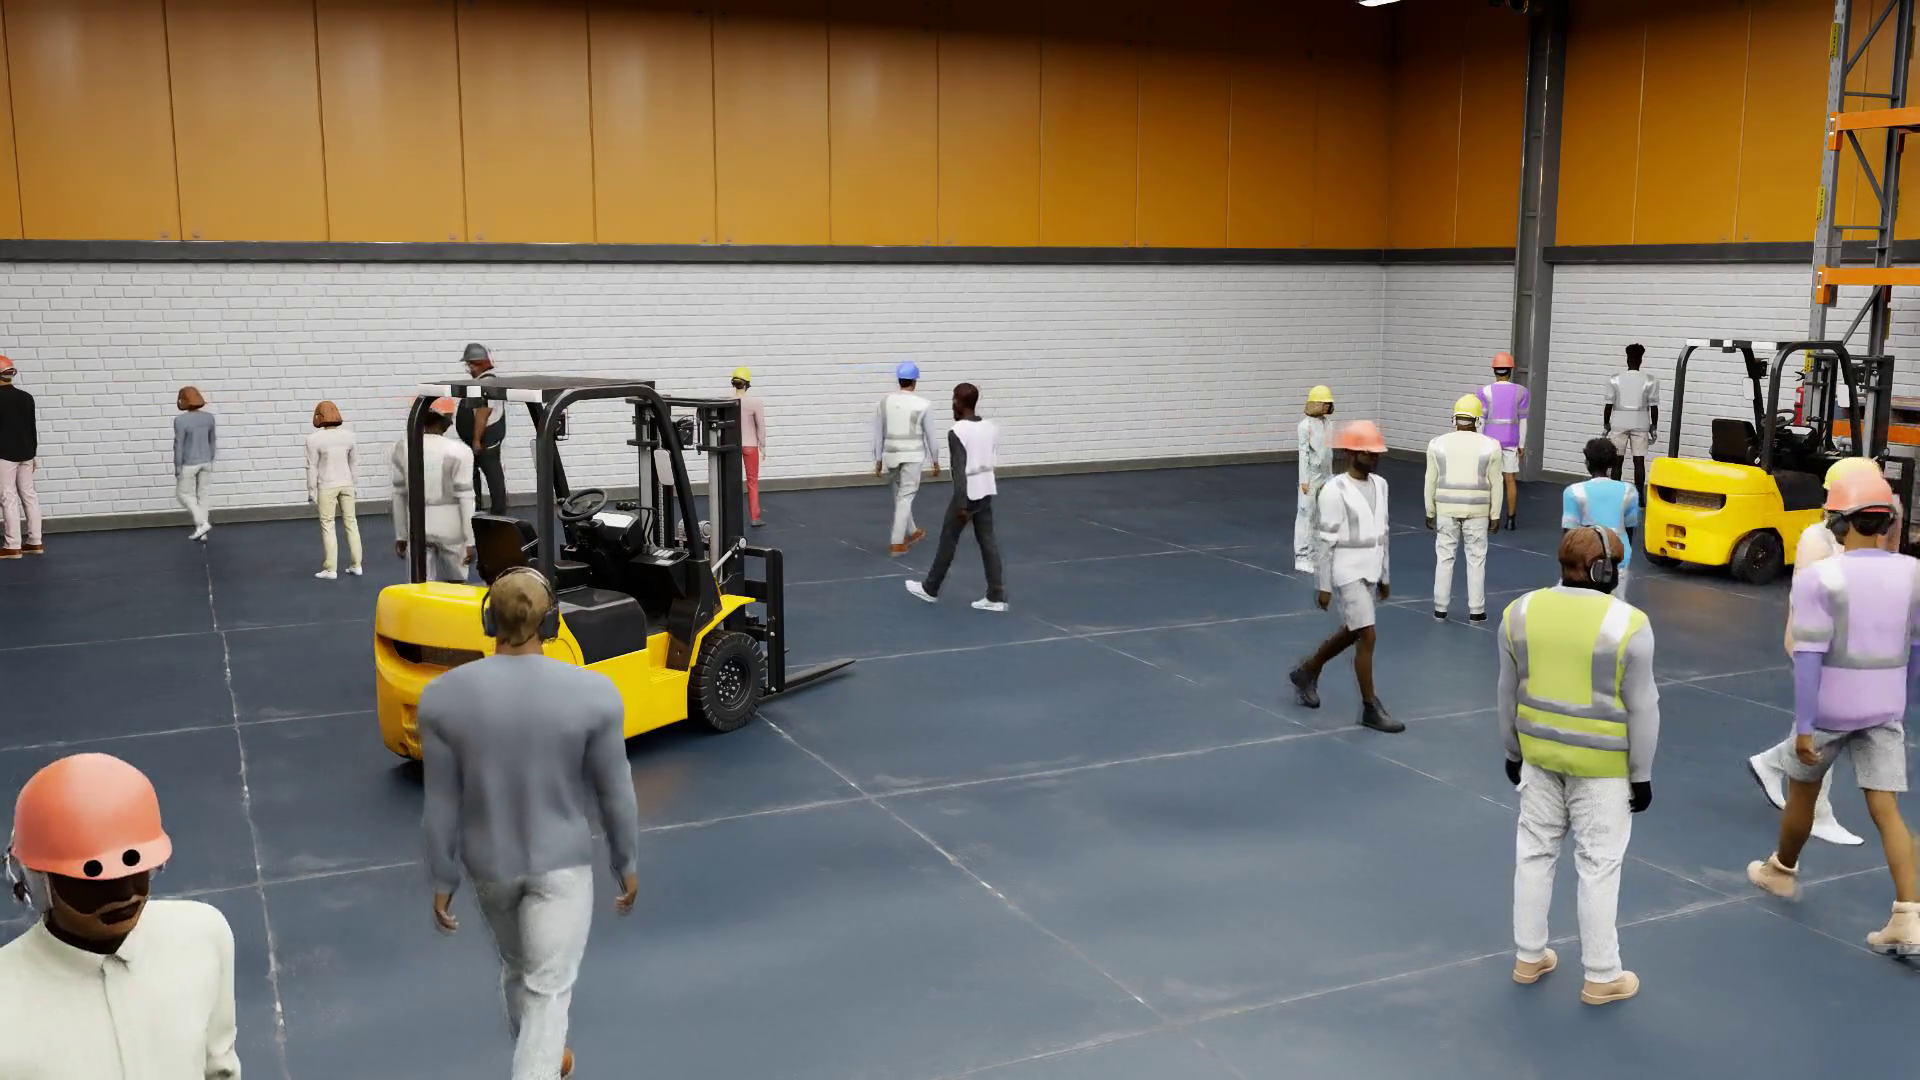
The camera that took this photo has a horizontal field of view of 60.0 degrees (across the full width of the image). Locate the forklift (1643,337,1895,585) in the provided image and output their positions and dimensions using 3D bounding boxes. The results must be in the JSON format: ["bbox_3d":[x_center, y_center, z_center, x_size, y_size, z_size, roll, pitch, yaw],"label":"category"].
[{"bbox_3d":[7.551,-0.789,15.507,2.313,2.155,1.214,-4,10,-25],"label":"forklift"}]

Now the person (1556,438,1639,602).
[{"bbox_3d":[4.347,0.134,11.414,0.540,1.671,0.705,1,9,4],"label":"person"}]

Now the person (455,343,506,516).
[{"bbox_3d":[-5.358,-1.166,18.318,0.703,2.000,0.712,-3,10,-19],"label":"person"}]

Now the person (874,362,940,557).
[{"bbox_3d":[-0.484,-0.823,16.608,0.633,1.896,0.980,4,10,24],"label":"person"}]

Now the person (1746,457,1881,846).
[{"bbox_3d":[4.240,0.528,8.216,0.597,1.913,0.542,-8,12,-40],"label":"person"}]

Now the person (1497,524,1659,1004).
[{"bbox_3d":[2.388,0.853,6.422,0.430,1.840,0.619,-8,12,-41],"label":"person"}]

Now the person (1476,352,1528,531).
[{"bbox_3d":[5.838,-1.062,18.004,0.548,1.934,0.375,1,9,7],"label":"person"}]

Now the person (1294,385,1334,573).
[{"bbox_3d":[3.344,-0.575,15.575,0.294,1.744,0.486,9,13,44],"label":"person"}]

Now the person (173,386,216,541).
[{"bbox_3d":[-7.919,-0.780,17.211,0.461,1.627,0.521,5,10,26],"label":"person"}]

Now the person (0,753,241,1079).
[{"bbox_3d":[-1.526,1.343,3.046,1.002,1.939,0.657,6,11,34],"label":"person"}]

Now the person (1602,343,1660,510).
[{"bbox_3d":[7.888,-1.330,19.572,0.614,1.961,0.361,4,10,23],"label":"person"}]

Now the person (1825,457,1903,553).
[{"bbox_3d":[5.686,0.289,10.541,0.513,1.638,0.309,-1,9,-6],"label":"person"}]

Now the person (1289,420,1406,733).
[{"bbox_3d":[2.407,0.193,10.329,0.552,1.903,0.905,-7,12,-38],"label":"person"}]

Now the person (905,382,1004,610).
[{"bbox_3d":[-0.003,-0.370,13.864,0.972,1.873,0.617,7,11,37],"label":"person"}]

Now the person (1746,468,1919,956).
[{"bbox_3d":[3.769,0.693,6.992,0.616,1.988,1.087,0,9,-3],"label":"person"}]

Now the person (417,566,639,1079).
[{"bbox_3d":[-1.348,1.023,5.208,0.647,1.898,1.012,0,9,0],"label":"person"}]

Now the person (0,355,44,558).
[{"bbox_3d":[-9.329,-0.817,16.329,0.402,1.990,0.617,2,9,12],"label":"person"}]

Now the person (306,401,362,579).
[{"bbox_3d":[-5.737,-0.460,15.235,0.286,1.625,0.497,7,12,38],"label":"person"}]

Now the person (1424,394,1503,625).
[{"bbox_3d":[3.999,-0.240,13.215,0.600,1.831,0.404,4,10,22],"label":"person"}]

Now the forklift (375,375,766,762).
[{"bbox_3d":[-2.268,0.149,9.685,1.214,2.155,2.313,6,11,32],"label":"forklift"}]

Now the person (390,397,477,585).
[{"bbox_3d":[-3.649,-0.054,11.497,0.617,2.020,0.788,1,9,8],"label":"person"}]

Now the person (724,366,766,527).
[{"bbox_3d":[-2.385,-1.016,18.242,0.532,1.767,0.328,1,9,6],"label":"person"}]
